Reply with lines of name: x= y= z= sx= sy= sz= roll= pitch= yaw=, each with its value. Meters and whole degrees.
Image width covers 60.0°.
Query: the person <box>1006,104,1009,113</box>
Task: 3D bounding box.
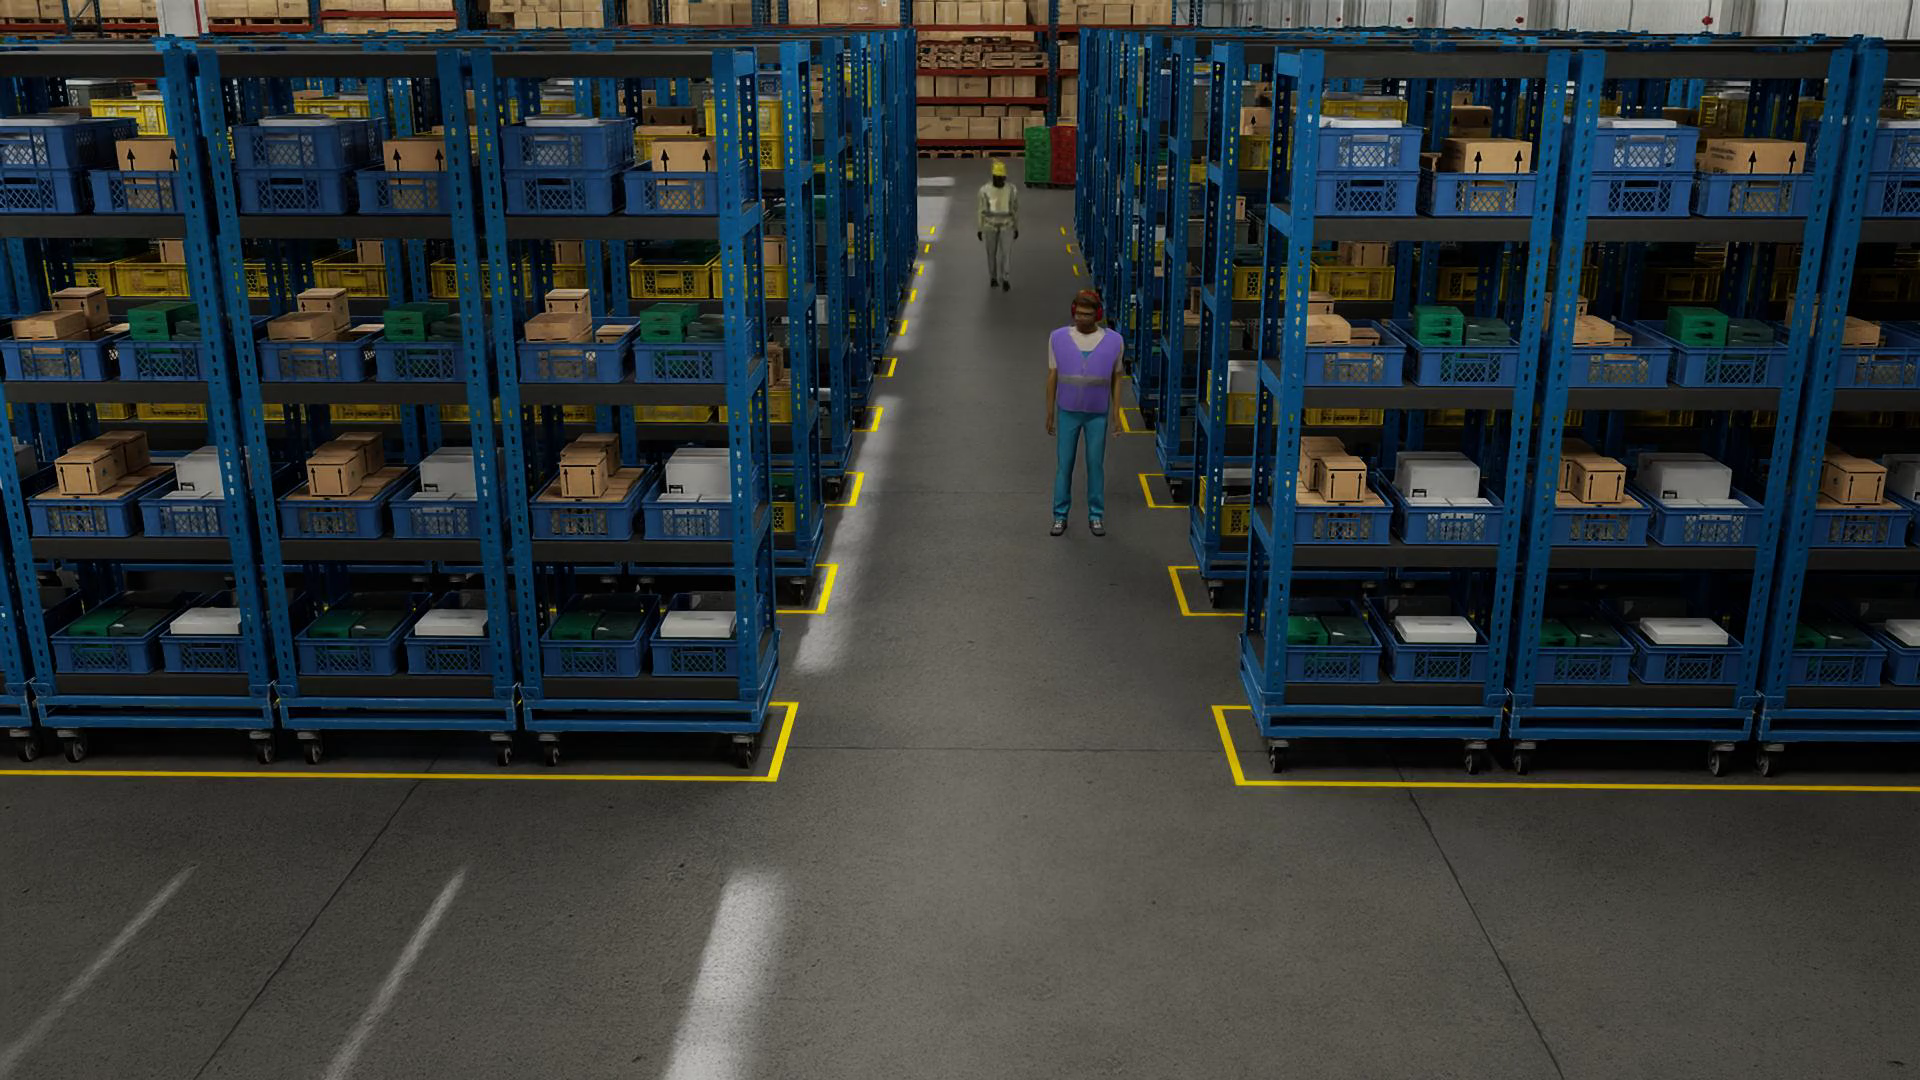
person: x=1.383 y=-13.024 z=50.906 sx=0.692 sy=1.812 sz=0.601 roll=-2 pitch=17 yaw=-5

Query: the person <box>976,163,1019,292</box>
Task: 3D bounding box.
person: x=0.534 y=-4.432 z=23.565 sx=0.616 sy=1.781 sz=0.922 roll=-1 pitch=17 yaw=-3

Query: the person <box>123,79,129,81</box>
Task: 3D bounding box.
person: x=-27.450 y=-14.352 z=55.124 sx=0.621 sy=1.809 sz=0.657 roll=5 pitch=18 yaw=16

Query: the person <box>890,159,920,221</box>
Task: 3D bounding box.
person: x=-1.238 y=-6.856 z=31.114 sx=0.986 sy=1.893 sz=0.604 roll=-13 pitch=22 yaw=-36

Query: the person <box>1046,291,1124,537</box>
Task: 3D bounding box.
person: x=0.918 y=-0.937 z=12.338 sx=0.564 sy=1.837 sz=0.388 roll=1 pitch=17 yaw=3
